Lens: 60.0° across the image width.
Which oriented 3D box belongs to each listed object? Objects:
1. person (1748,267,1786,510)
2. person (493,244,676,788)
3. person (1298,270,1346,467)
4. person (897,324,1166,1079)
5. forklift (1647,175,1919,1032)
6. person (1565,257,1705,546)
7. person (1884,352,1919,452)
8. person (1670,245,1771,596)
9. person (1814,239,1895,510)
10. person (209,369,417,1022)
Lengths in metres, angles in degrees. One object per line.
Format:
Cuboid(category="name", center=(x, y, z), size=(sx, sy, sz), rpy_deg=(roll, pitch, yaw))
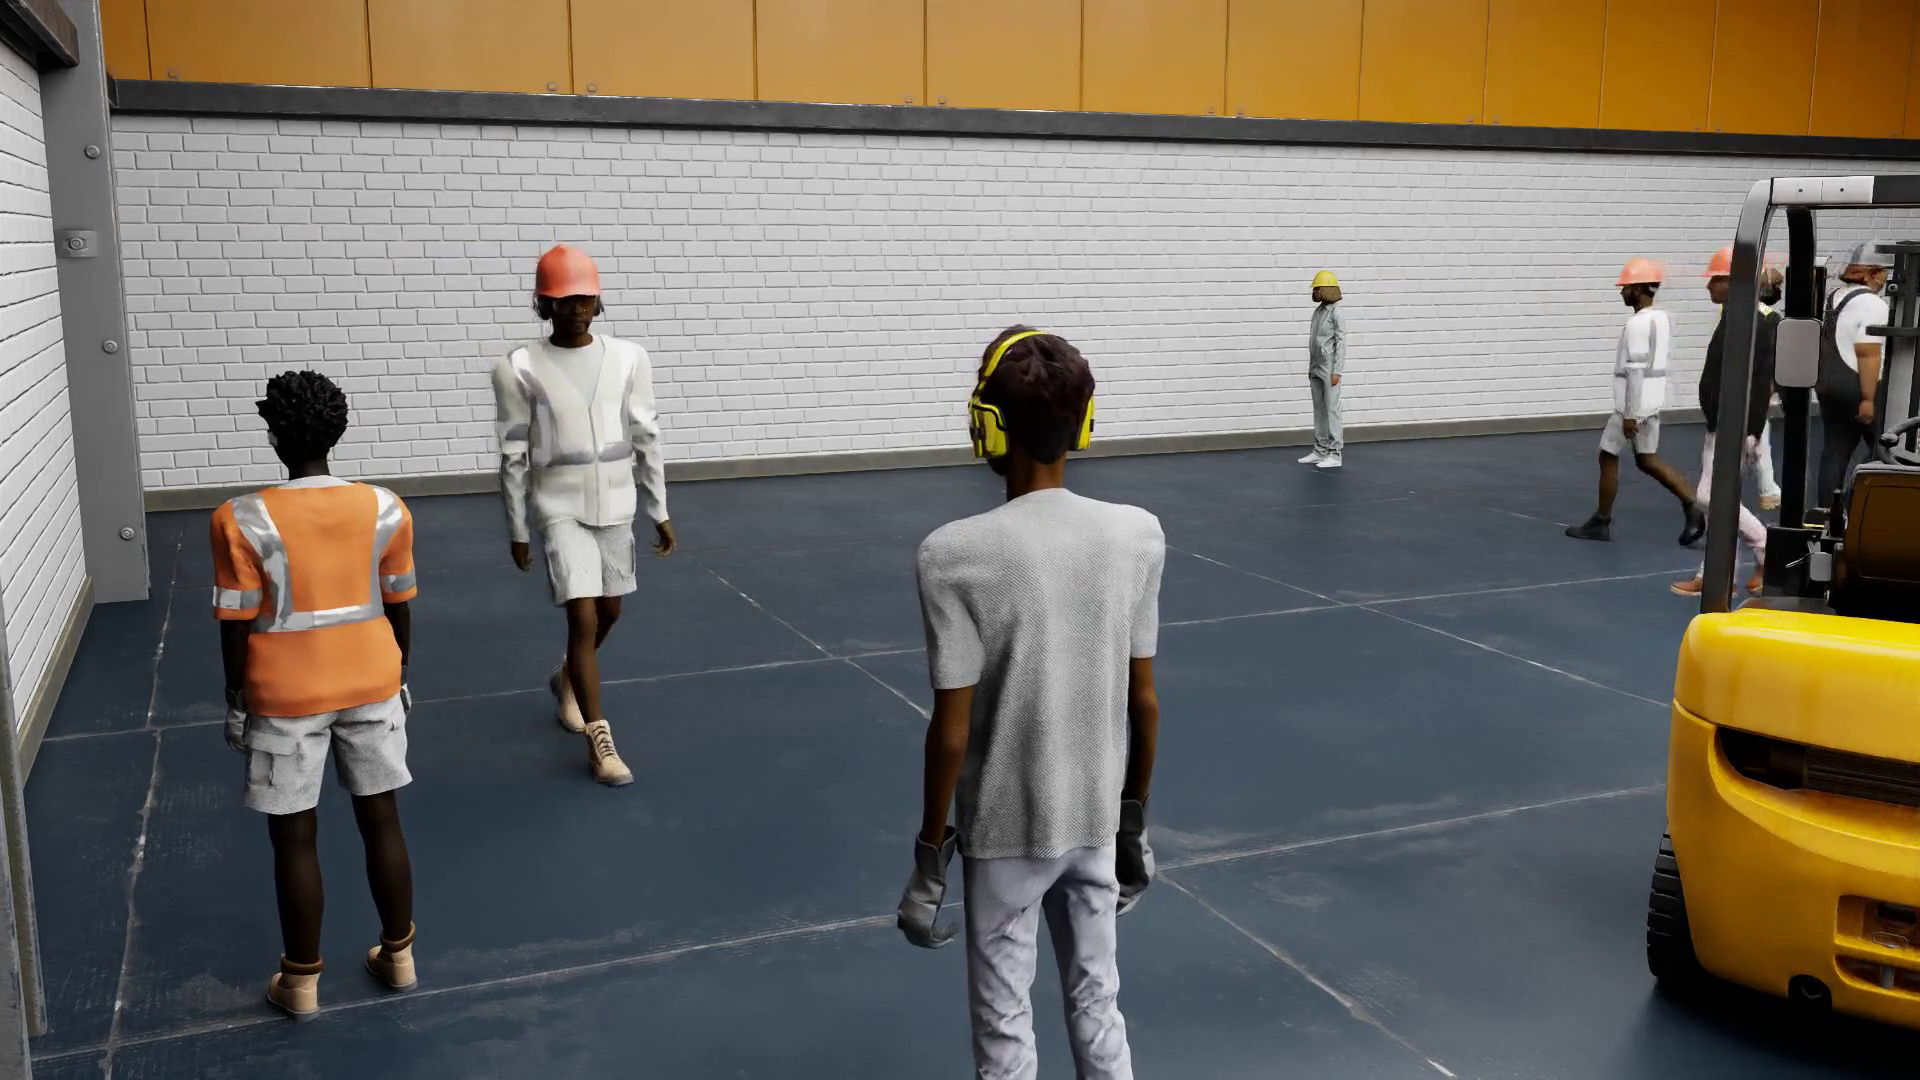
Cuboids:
Cuboid(category="person", center=(5.910, -1.081, 12.213), size=(0.879, 1.808, 0.633), rpy_deg=(1, 10, 5))
Cuboid(category="person", center=(-1.483, -0.133, 6.441), size=(0.614, 2.015, 0.973), rpy_deg=(-7, 12, -32))
Cuboid(category="person", center=(3.235, -1.519, 14.790), size=(0.324, 1.743, 0.490), rpy_deg=(-3, 11, -16))
Cuboid(category="person", center=(0.128, 0.548, 3.045), size=(0.518, 1.874, 0.328), rpy_deg=(-5, 12, -27))
Cuboid(category="forklift", center=(2.810, 0.094, 4.662), size=(1.214, 2.155, 2.313), rpy_deg=(7, 12, 34))
Cuboid(category="person", center=(4.533, -0.895, 10.942), size=(0.878, 1.904, 0.554), rpy_deg=(9, 13, 40))
Cuboid(category="person", center=(4.176, -0.085, 7.336), size=(0.902, 1.584, 0.509), rpy_deg=(8, 13, 37))
Cuboid(category="person", center=(4.316, -0.634, 9.243), size=(0.519, 1.981, 0.640), rpy_deg=(2, 10, 11))
Cuboid(category="person", center=(6.065, -1.015, 11.195), size=(0.539, 2.000, 0.689), rpy_deg=(0, 10, -2))
Cuboid(category="person", center=(-1.661, 0.403, 4.353), size=(0.530, 1.689, 0.322), rpy_deg=(-10, 14, -44))
